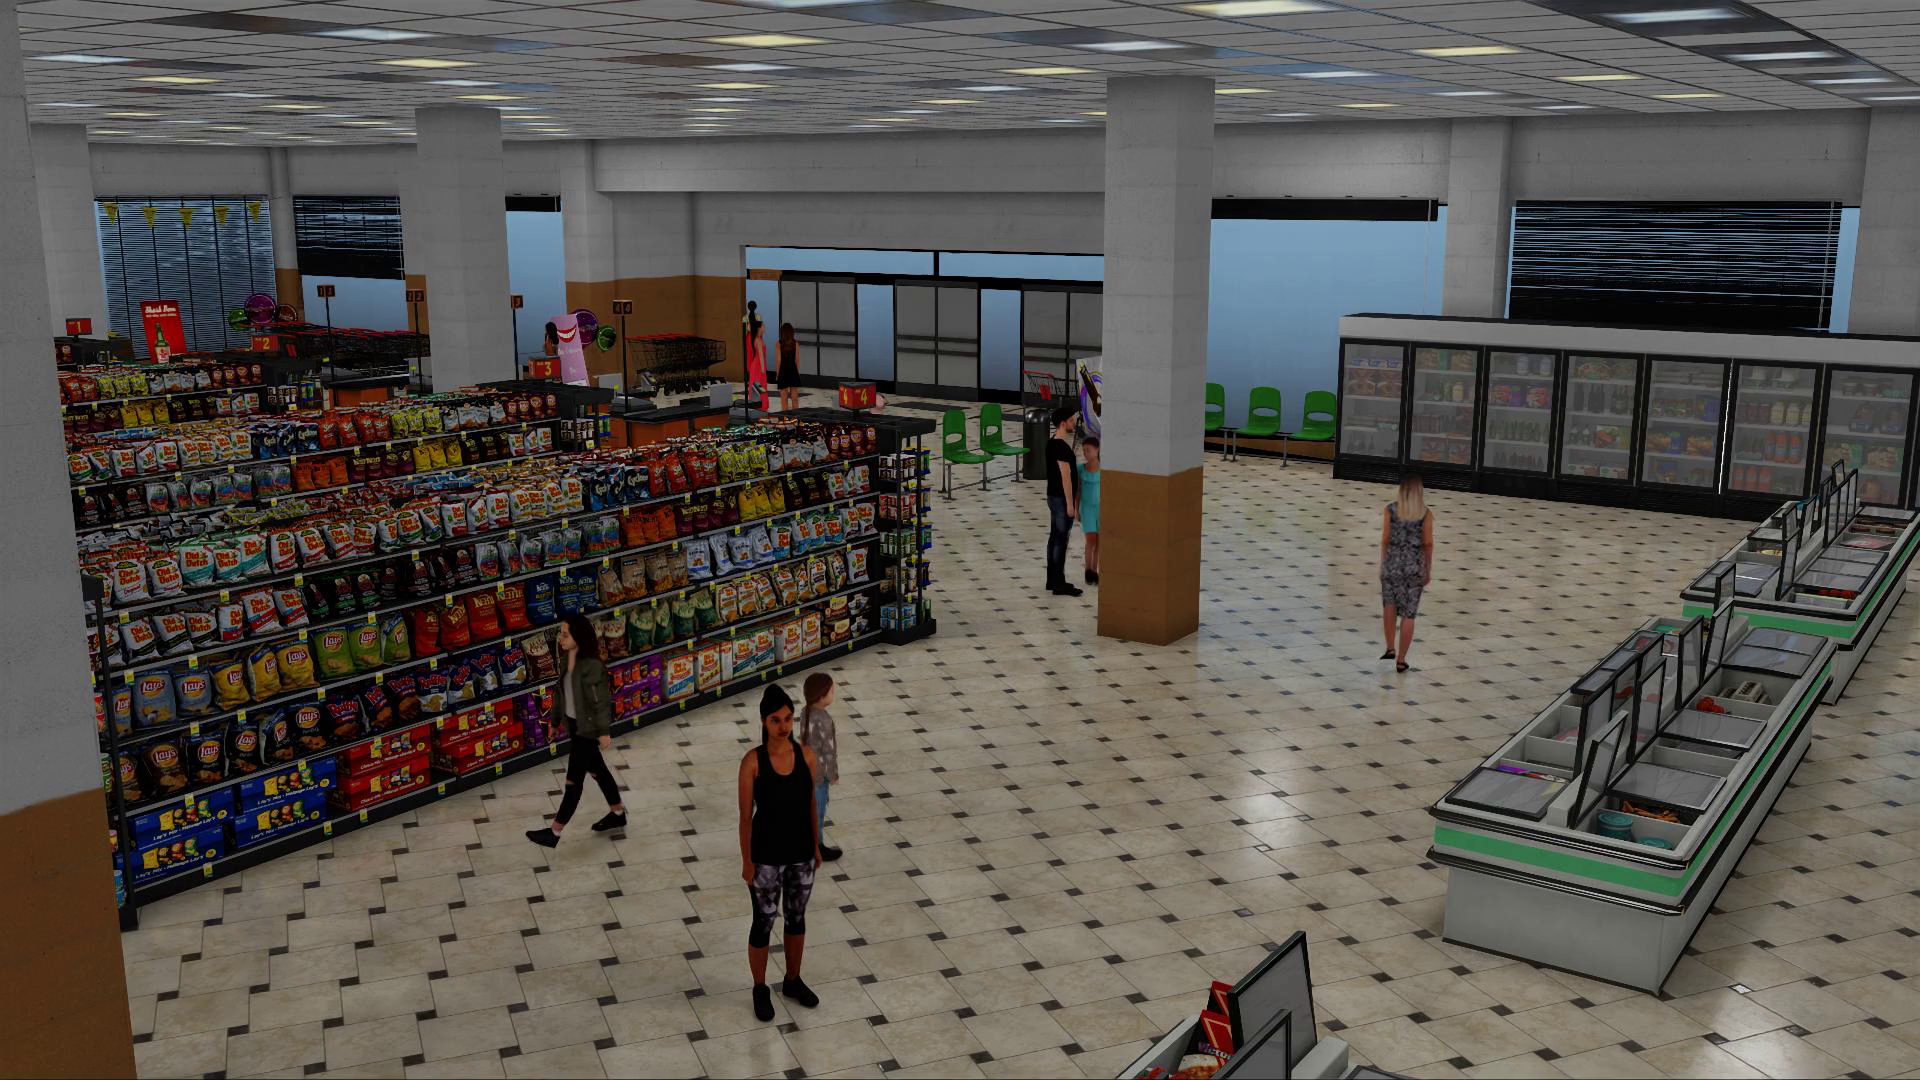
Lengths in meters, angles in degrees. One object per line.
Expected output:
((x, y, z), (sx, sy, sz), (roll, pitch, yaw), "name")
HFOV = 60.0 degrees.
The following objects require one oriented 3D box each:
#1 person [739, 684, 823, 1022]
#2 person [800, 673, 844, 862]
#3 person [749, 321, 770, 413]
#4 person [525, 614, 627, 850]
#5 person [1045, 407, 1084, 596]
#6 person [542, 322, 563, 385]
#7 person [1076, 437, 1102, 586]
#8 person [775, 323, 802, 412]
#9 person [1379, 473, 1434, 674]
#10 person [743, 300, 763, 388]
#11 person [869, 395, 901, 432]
((-0.890, 1.529, 8.238), (0.566, 1.662, 0.711), (-8, 14, -32), "person")
((-0.914, 1.384, 10.073), (0.654, 1.190, 0.593), (-5, 13, -23), "person")
((-3.637, -3.104, 30.088), (0.750, 1.725, 0.716), (-4, 13, -19), "person")
((-2.286, 1.184, 10.418), (1.029, 1.440, 0.778), (-10, 15, -39), "person")
((1.020, -0.405, 16.855), (0.806, 1.897, 0.754), (-2, 12, -12), "person")
((-7.543, -3.202, 30.821), (0.784, 1.615, 0.643), (1, 12, 7), "person")
((1.365, -0.309, 17.251), (0.672, 1.546, 0.731), (-2, 12, -7), "person")
((-2.921, -2.765, 28.217), (0.630, 1.834, 0.725), (-5, 13, -21), "person")
((3.730, 0.298, 14.026), (0.651, 1.686, 0.687), (5, 13, 21), "person")
((-4.296, -4.077, 34.544), (0.632, 1.794, 0.736), (-5, 13, -23), "person")
((-0.903, -0.710, 18.483), (0.678, 1.823, 0.830), (-8, 14, -32), "person")
